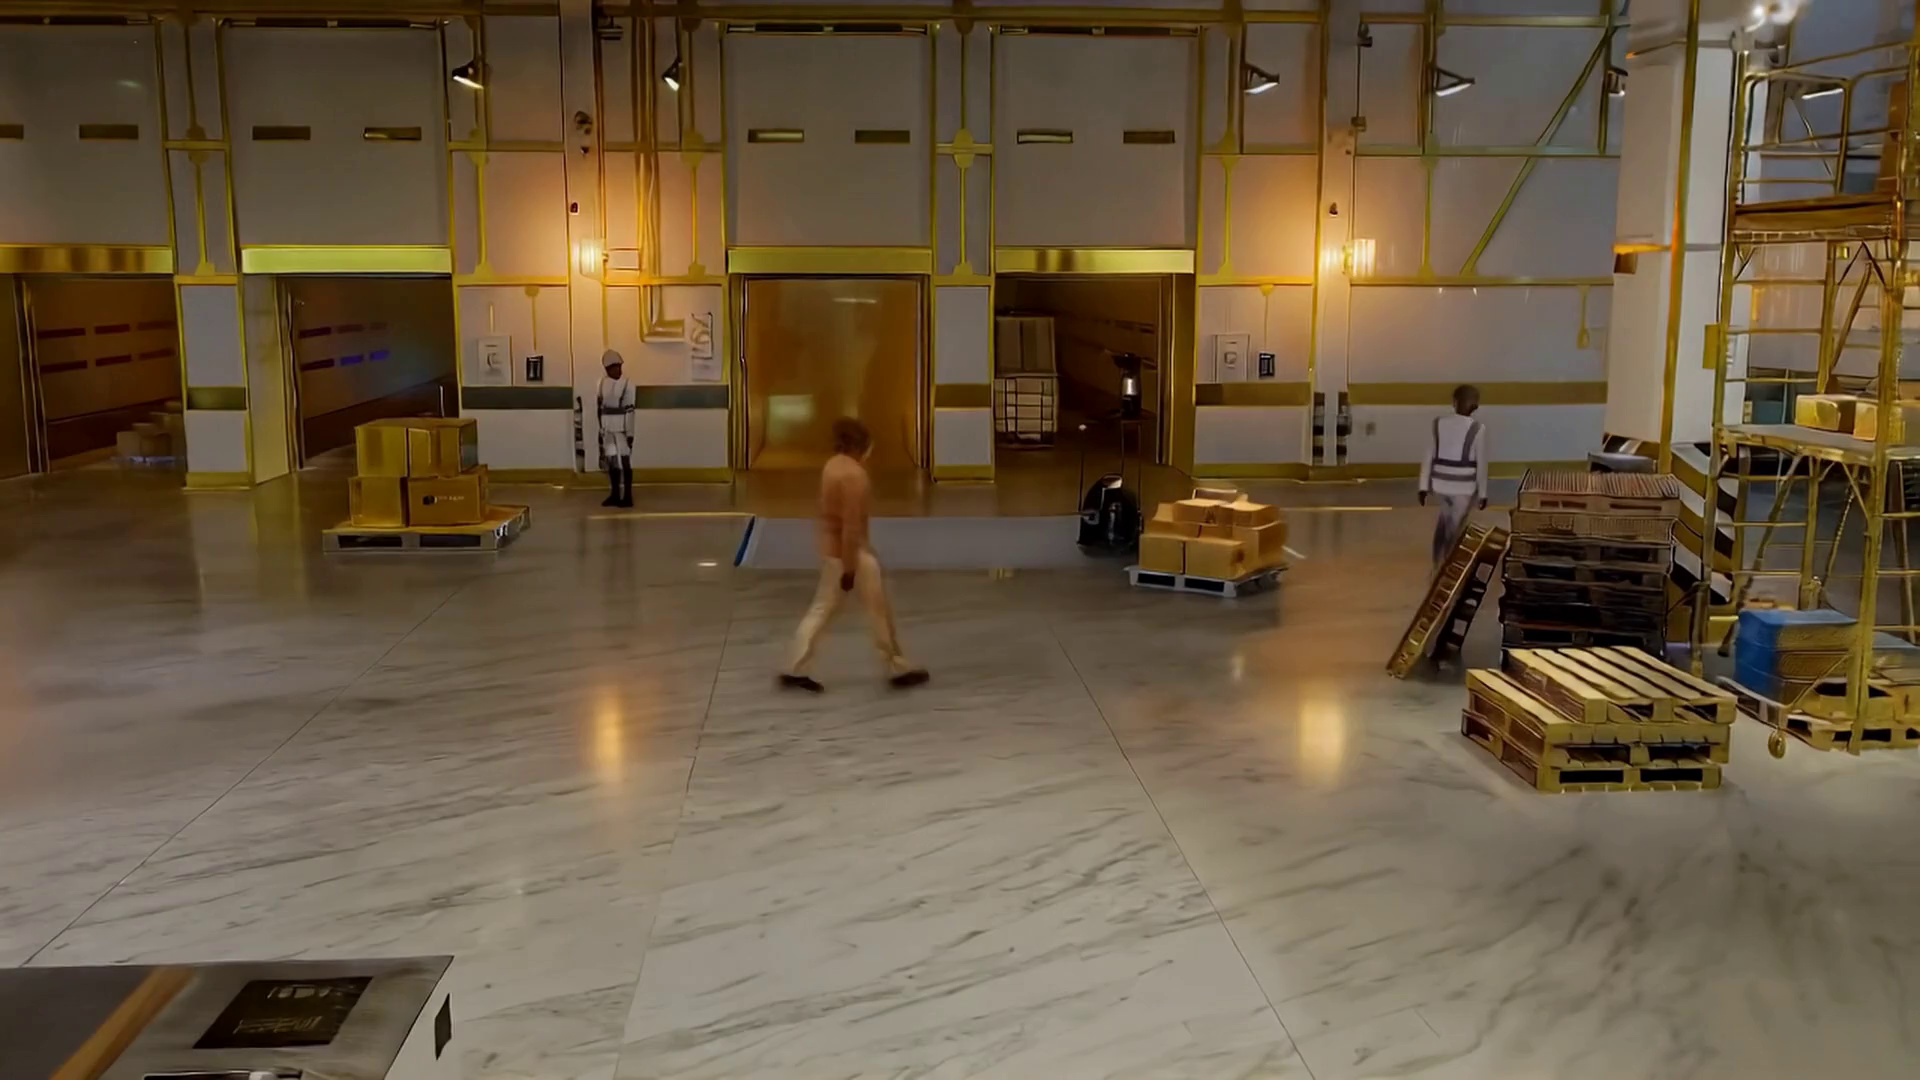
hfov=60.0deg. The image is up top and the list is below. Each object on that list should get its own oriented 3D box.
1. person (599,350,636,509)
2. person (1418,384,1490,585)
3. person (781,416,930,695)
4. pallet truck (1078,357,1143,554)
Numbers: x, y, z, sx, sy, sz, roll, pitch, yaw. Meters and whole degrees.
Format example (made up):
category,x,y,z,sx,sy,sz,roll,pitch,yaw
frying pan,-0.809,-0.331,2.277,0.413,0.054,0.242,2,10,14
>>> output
category,x,y,z,sx,sy,sz,roll,pitch,yaw
person,-4.172,-1.338,20.139,0.544,1.929,0.387,6,11,34
person,4.400,-0.450,14.728,0.607,1.866,0.499,8,12,40
person,-0.751,0.108,11.202,1.030,1.892,0.640,-4,10,-24
pallet truck,2.088,-0.836,16.757,1.885,1.965,0.823,2,9,13
